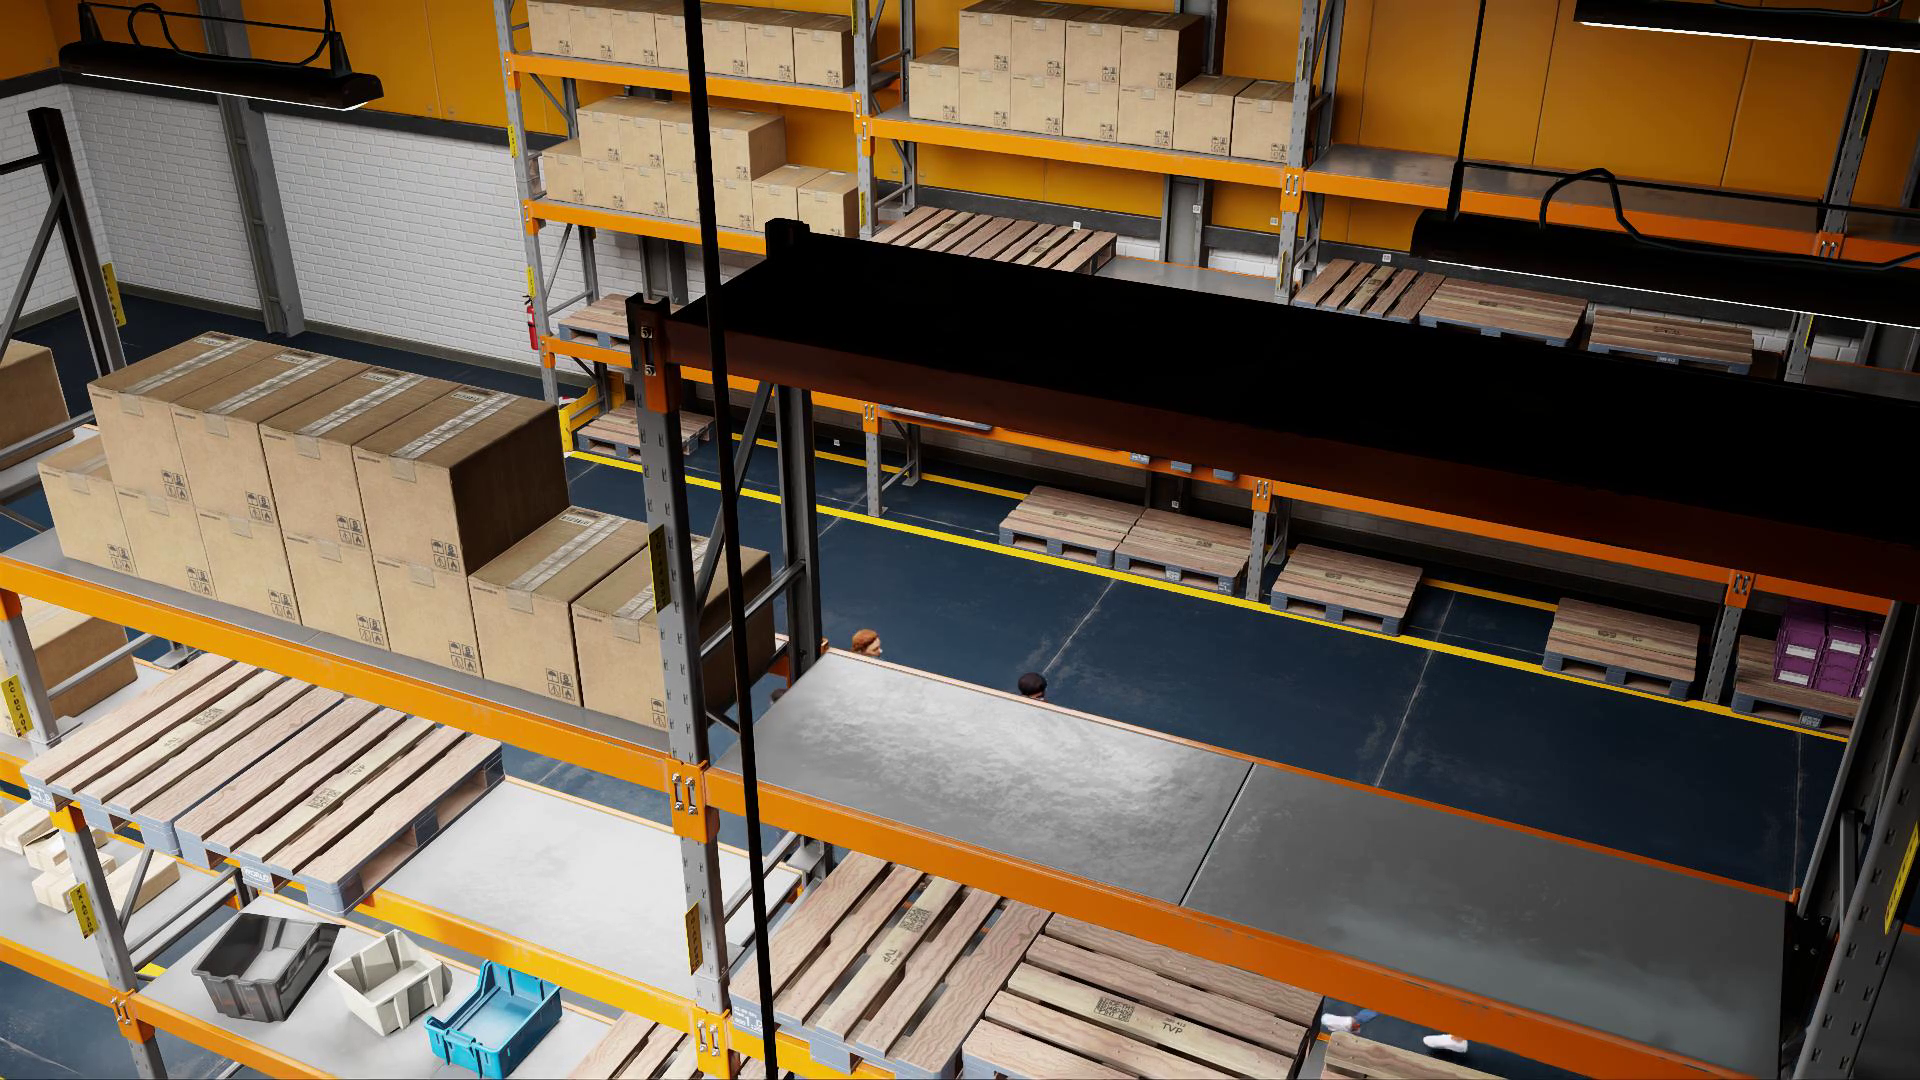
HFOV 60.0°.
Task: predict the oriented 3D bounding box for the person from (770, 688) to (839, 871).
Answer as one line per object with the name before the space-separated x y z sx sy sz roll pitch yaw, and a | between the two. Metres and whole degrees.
person | -1.089 1.787 11.567 1.065 1.696 0.835 3 29 5

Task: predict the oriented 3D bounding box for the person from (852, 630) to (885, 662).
person | -0.760 1.370 12.455 1.122 1.576 0.566 13 31 22
